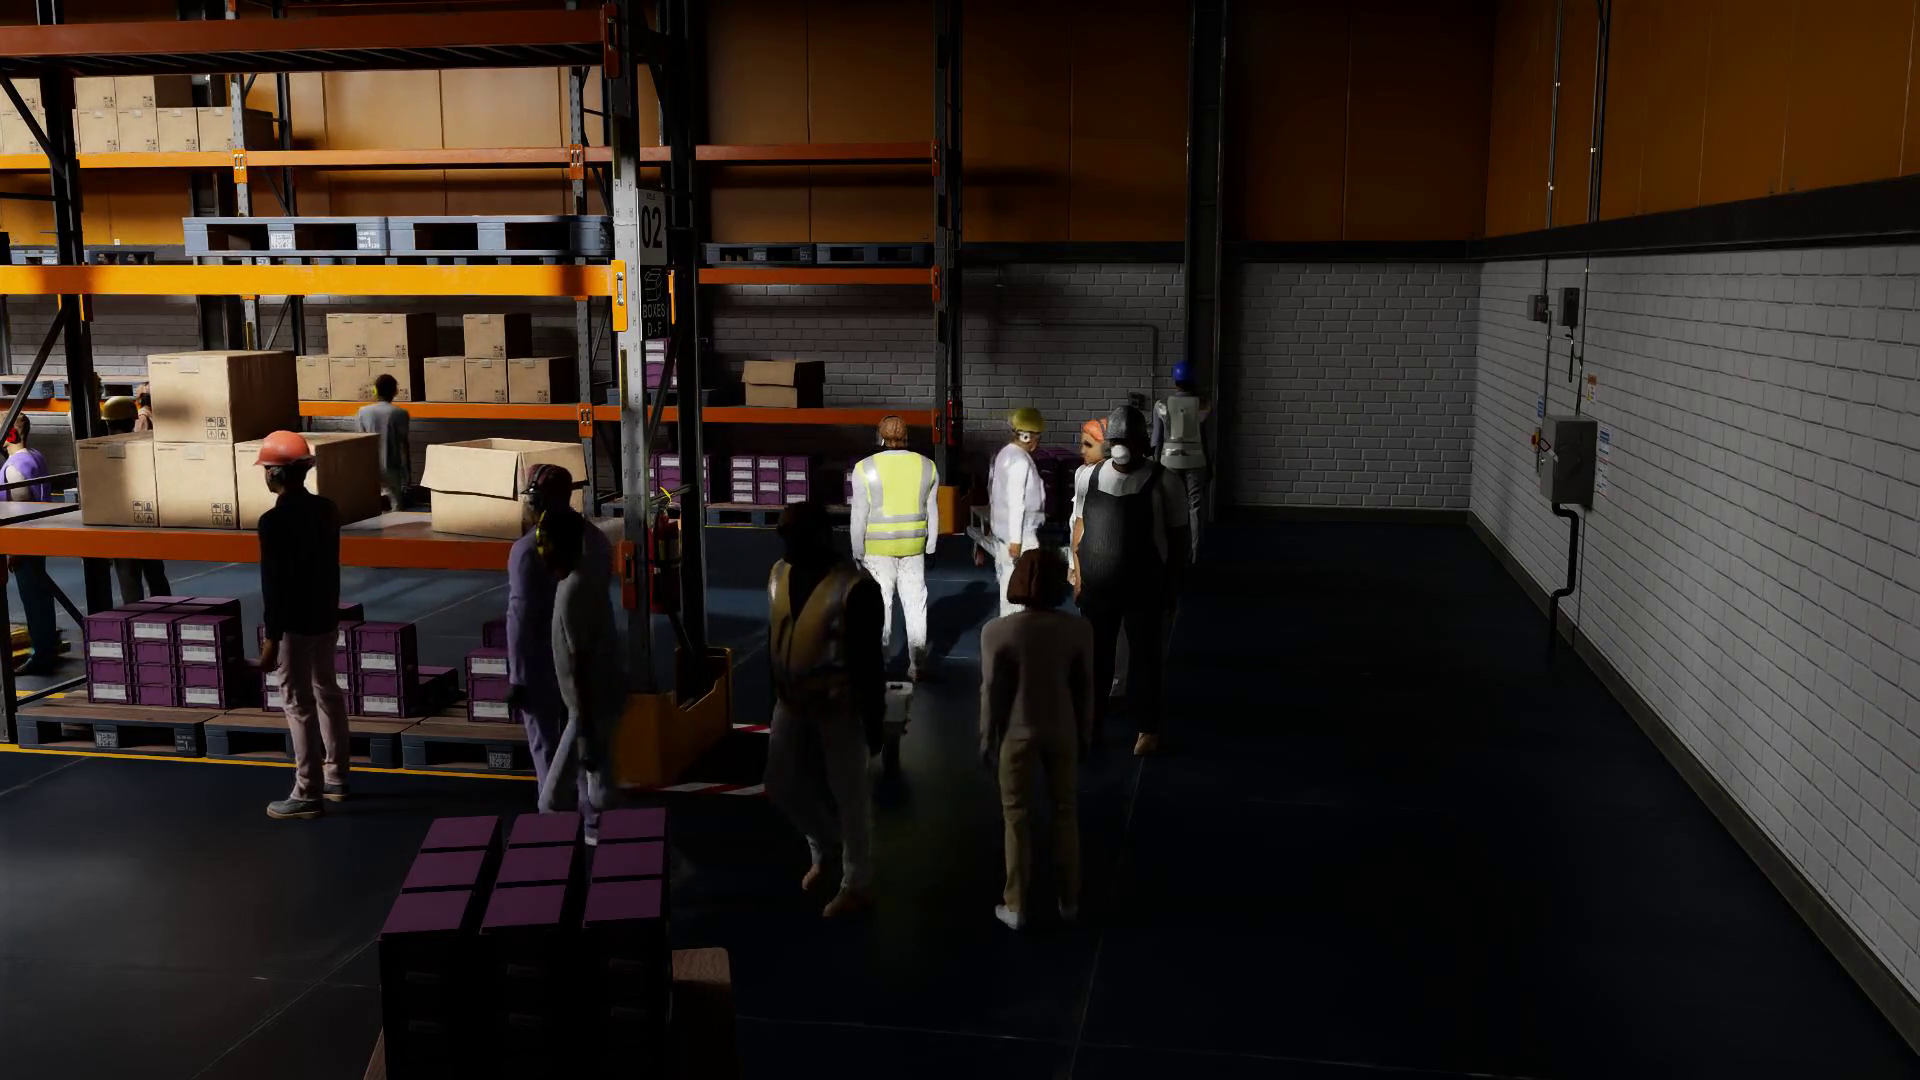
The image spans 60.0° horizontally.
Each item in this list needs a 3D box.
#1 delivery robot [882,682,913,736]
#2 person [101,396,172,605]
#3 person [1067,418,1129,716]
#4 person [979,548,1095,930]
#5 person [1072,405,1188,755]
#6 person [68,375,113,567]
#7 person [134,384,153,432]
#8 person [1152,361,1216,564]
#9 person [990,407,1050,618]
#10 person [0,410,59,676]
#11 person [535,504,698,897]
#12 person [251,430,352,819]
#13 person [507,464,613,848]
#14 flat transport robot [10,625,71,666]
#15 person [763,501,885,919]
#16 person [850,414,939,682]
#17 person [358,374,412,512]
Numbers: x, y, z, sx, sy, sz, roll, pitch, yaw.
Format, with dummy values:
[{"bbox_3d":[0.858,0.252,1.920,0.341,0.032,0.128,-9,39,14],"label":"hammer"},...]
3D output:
[{"bbox_3d":[-0.620,0.944,9.536,0.707,0.478,0.477,0,9,0],"label":"delivery robot"},{"bbox_3d":[-5.866,-0.056,11.783,0.382,1.928,0.587,4,10,24],"label":"person"},{"bbox_3d":[0.889,0.164,10.546,0.353,1.886,0.572,-7,11,-37],"label":"person"},{"bbox_3d":[0.327,0.847,7.091,0.507,1.631,0.266,-2,9,-12],"label":"person"},{"bbox_3d":[0.943,0.231,9.653,0.681,2.000,0.538,4,10,24],"label":"person"},{"bbox_3d":[-8.249,-0.668,15.832,0.328,1.844,0.514,-1,9,-5],"label":"person"},{"bbox_3d":[-8.431,-0.806,17.332,0.307,1.639,0.512,-4,10,-21],"label":"person"},{"bbox_3d":[2.142,-0.738,15.939,0.605,1.951,0.381,1,9,8],"label":"person"},{"bbox_3d":[0.441,-0.083,12.302,0.425,1.809,0.588,-2,9,-12],"label":"person"},{"bbox_3d":[-6.493,0.017,11.592,0.387,1.842,0.566,-3,10,-19],"label":"person"},{"bbox_3d":[-1.539,0.751,7.113,0.747,1.822,0.532,0,9,1],"label":"person"},{"bbox_3d":[-3.404,0.430,8.554,0.396,1.991,0.633,1,9,9],"label":"person"},{"bbox_3d":[-1.920,0.585,7.910,0.400,1.900,0.646,4,10,25],"label":"person"},{"bbox_3d":[-7.239,0.736,11.994,1.431,0.197,0.652,3,10,18],"label":"flat transport robot"},{"bbox_3d":[-0.577,0.734,7.259,0.725,1.820,0.436,7,11,36],"label":"person"},{"bbox_3d":[-0.452,0.068,11.277,0.634,1.842,0.429,-4,10,-21],"label":"person"},{"bbox_3d":[-5.570,-0.678,15.980,0.585,1.827,0.927,-1,9,-5],"label":"person"}]
